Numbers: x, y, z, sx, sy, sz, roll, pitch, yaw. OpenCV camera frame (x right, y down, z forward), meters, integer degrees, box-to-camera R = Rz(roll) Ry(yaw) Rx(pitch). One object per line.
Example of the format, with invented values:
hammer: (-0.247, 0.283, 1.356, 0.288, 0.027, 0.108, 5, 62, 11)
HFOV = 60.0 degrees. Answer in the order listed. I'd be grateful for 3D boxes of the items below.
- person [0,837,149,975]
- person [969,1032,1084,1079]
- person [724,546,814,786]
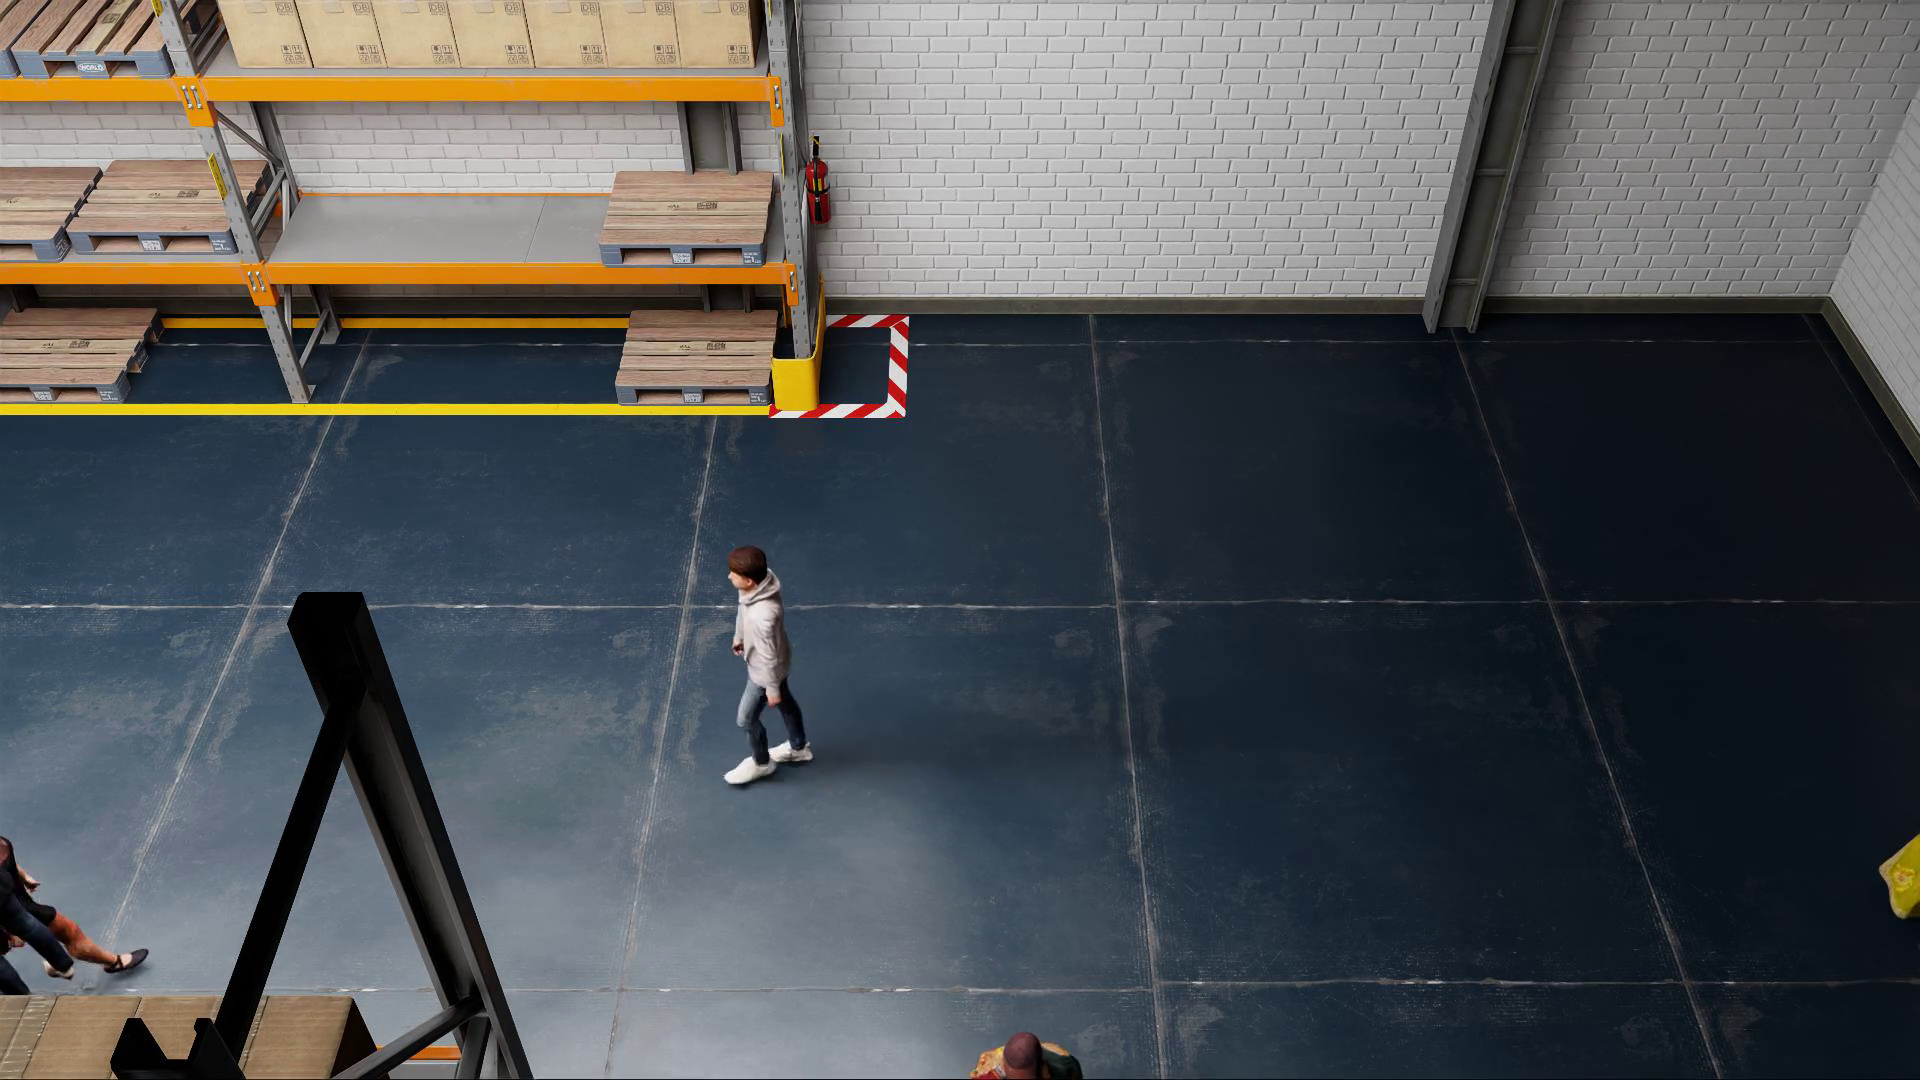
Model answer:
person: (-5.112, 1.957, 8.758, 1.207, 1.636, 0.971, -22, 48, -21)
person: (0.317, 2.689, 7.906, 1.123, 1.753, 0.784, -3, 44, -3)
person: (-1.054, 0.729, 9.901, 0.863, 1.838, 0.793, -8, 44, -8)
